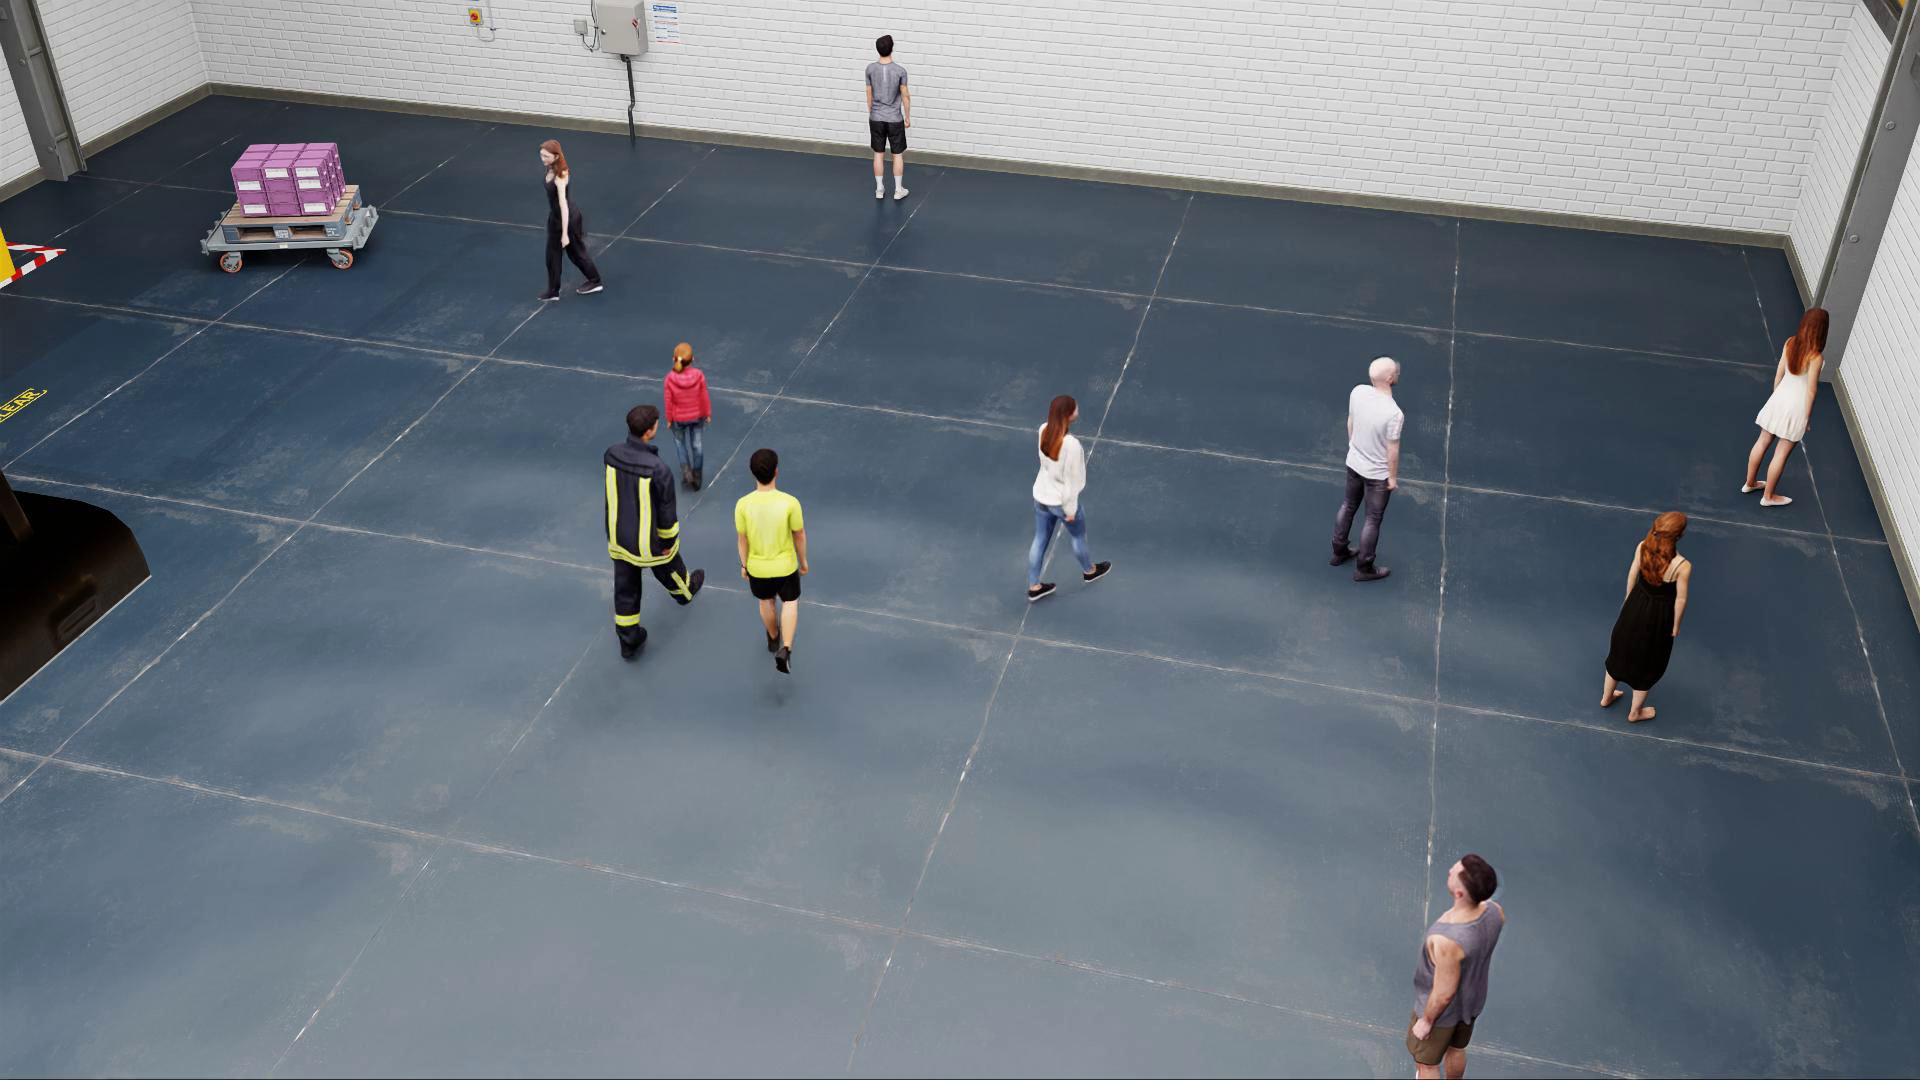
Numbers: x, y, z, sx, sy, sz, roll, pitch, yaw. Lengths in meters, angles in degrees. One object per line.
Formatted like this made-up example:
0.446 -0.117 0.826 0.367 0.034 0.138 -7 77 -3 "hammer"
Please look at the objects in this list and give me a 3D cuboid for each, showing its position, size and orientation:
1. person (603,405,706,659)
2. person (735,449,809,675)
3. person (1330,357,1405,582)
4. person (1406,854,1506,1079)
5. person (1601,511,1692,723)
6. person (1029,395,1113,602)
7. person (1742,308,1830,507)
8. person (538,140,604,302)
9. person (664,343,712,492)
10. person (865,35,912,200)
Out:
-2.286 -0.016 11.659 0.866 1.860 1.231 12 35 17 "person"
-1.302 0.181 11.515 0.792 1.690 1.017 -1 34 -2 "person"
3.069 -0.547 12.482 0.808 1.833 0.747 -18 37 -24 "person"
2.433 2.272 8.273 0.678 1.844 0.790 -25 41 -33 "person"
4.589 0.498 11.097 0.724 1.625 0.676 -23 40 -31 "person"
0.651 -0.267 12.213 1.065 1.664 0.972 -21 39 -29 "person"
6.677 -1.082 13.397 0.706 1.712 0.619 -10 35 -14 "person"
-3.869 -3.204 16.607 1.063 1.692 0.948 -17 37 -24 "person"
-2.224 -0.972 13.594 0.607 1.308 0.631 -6 34 -10 "person"
-0.827 -4.775 18.808 0.662 1.871 0.564 6 34 9 "person"
